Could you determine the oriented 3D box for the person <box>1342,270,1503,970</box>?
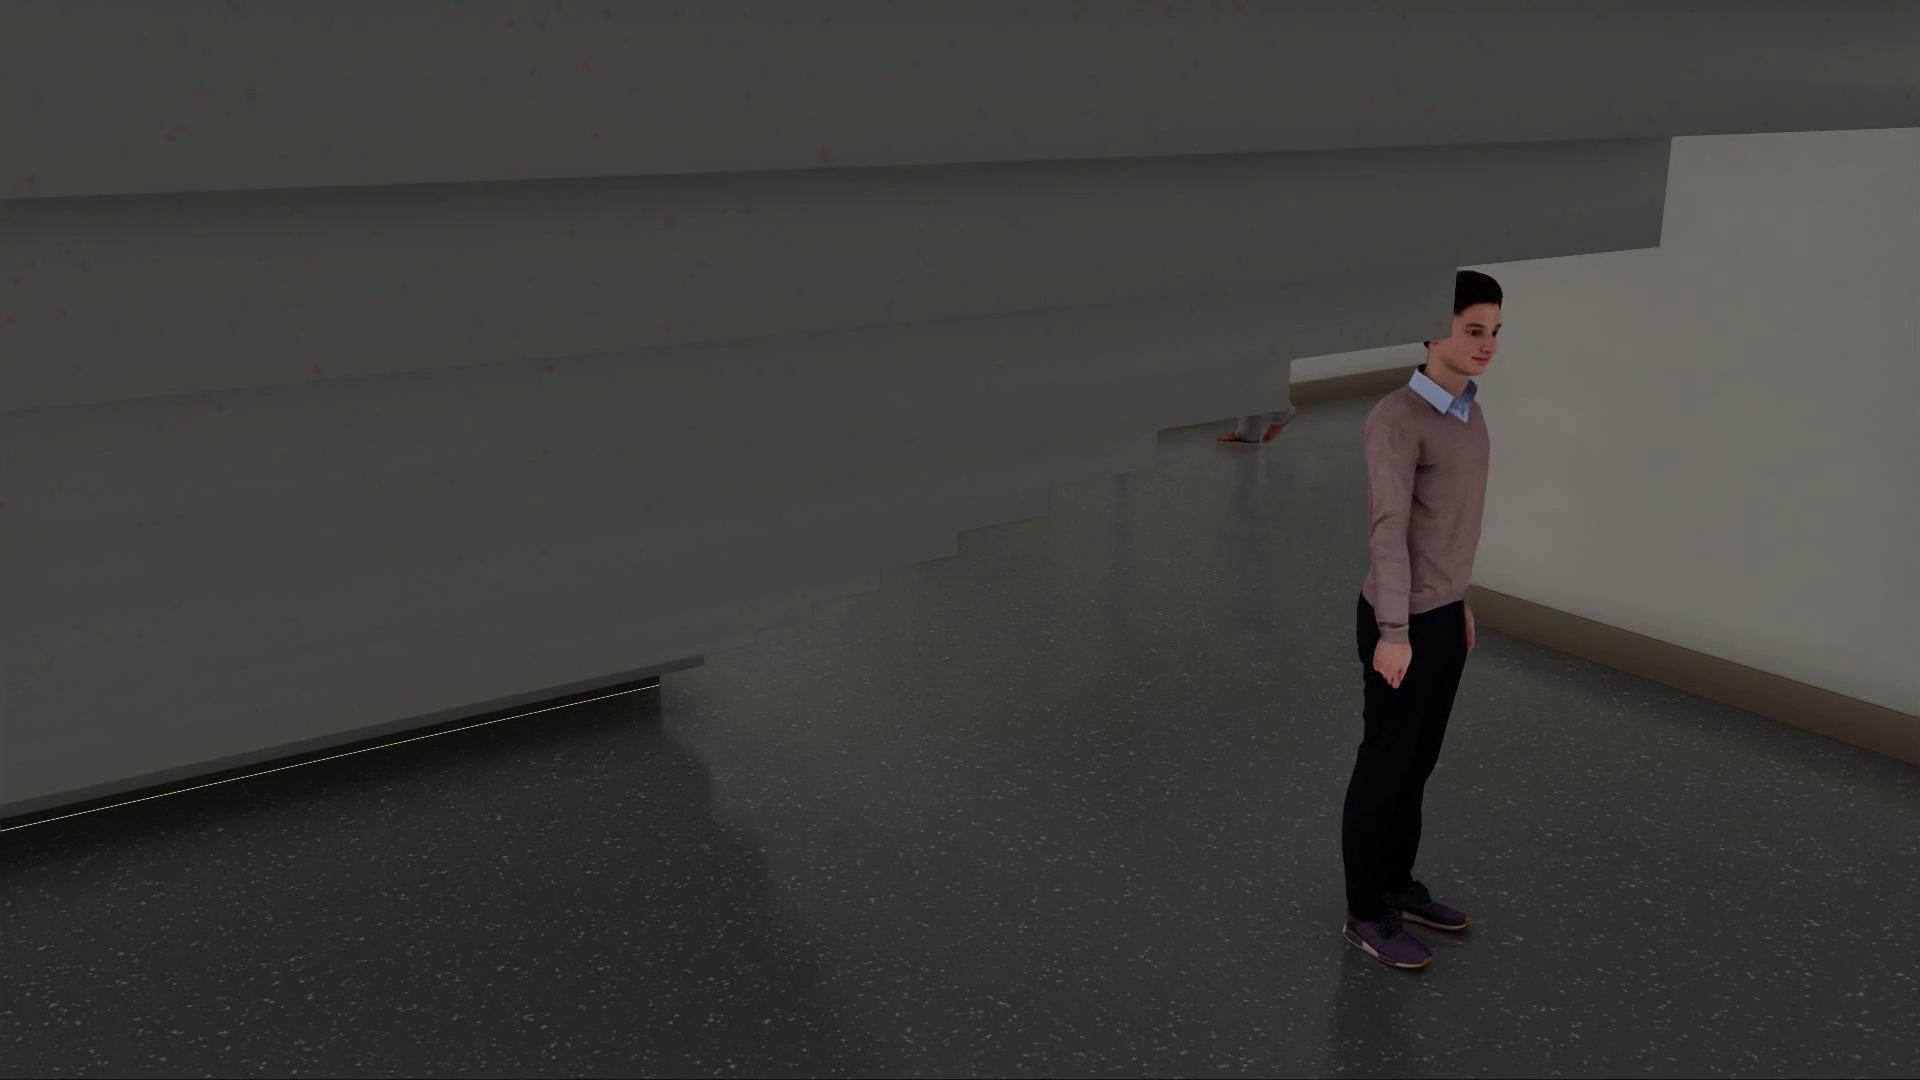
[{"bbox_3d":[1.197,0.198,4.341,0.630,1.808,0.674,14,21,40],"label":"person"}]
